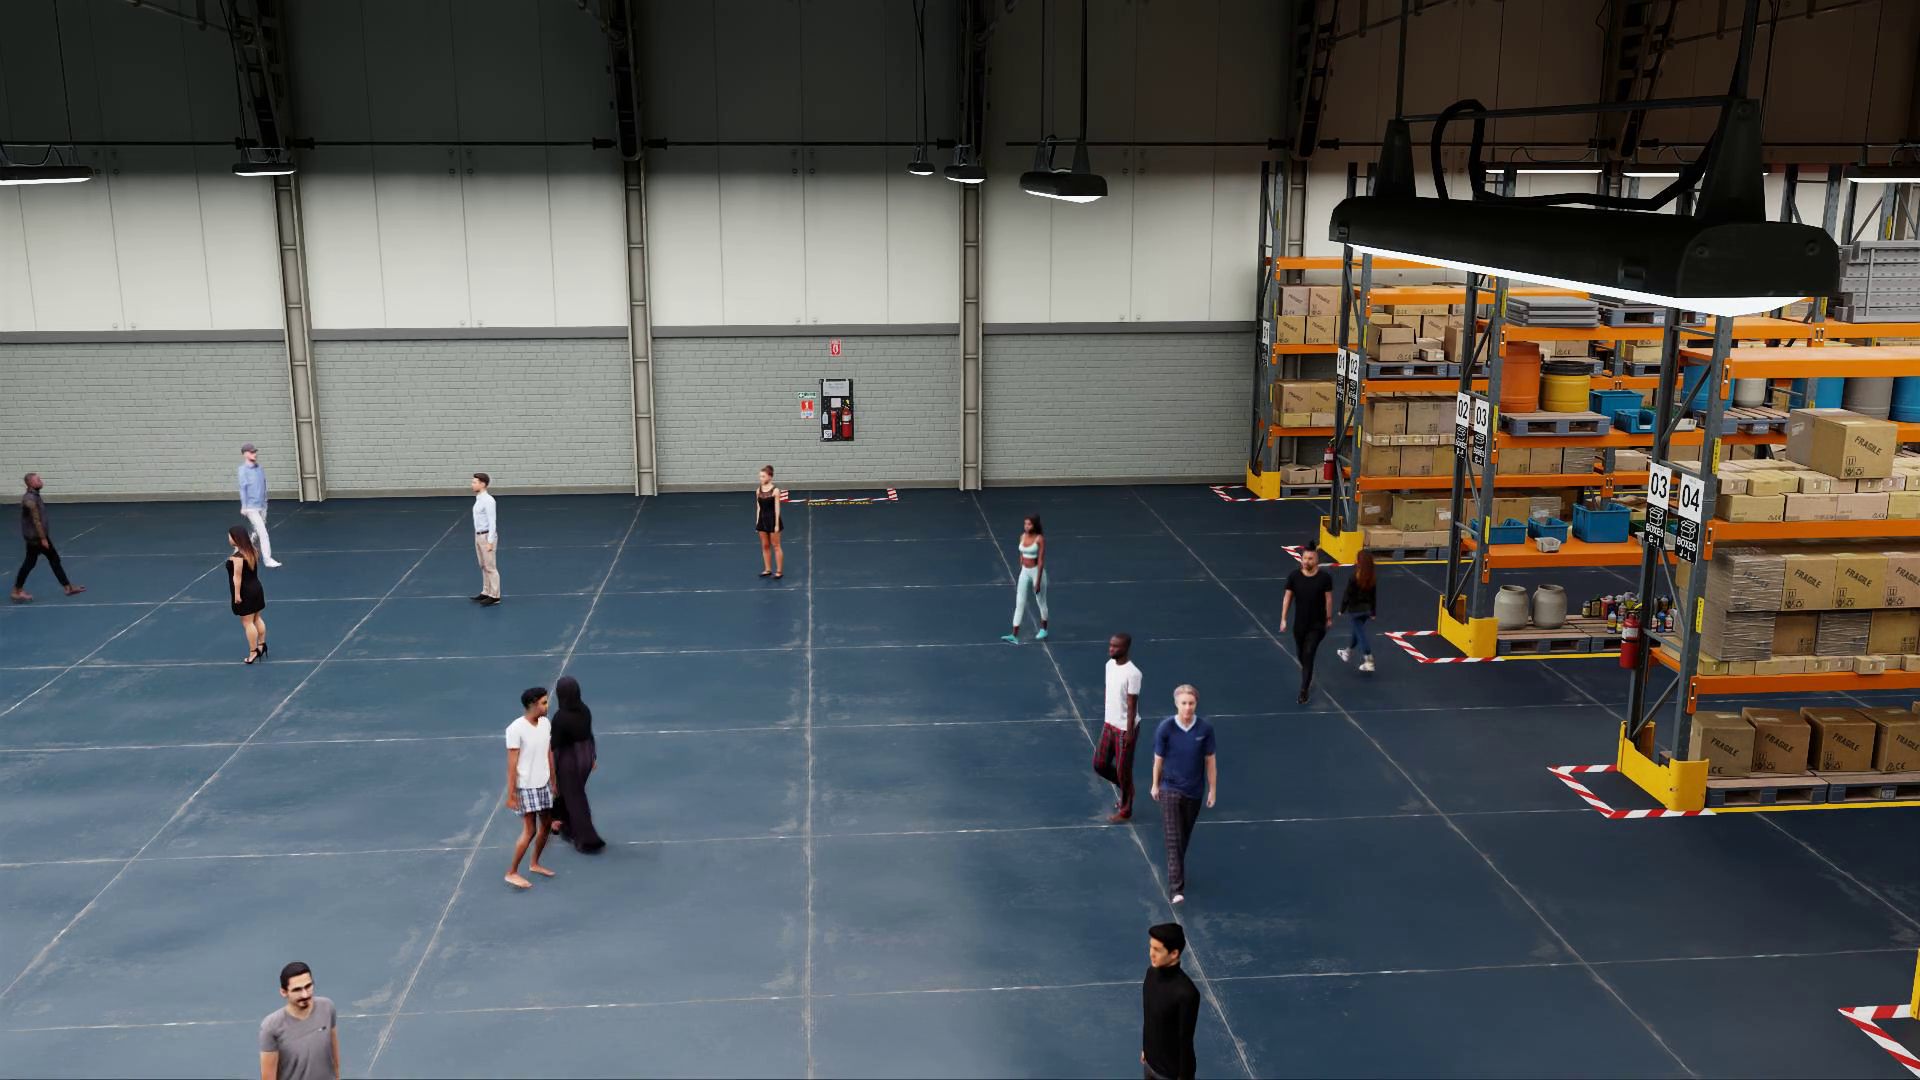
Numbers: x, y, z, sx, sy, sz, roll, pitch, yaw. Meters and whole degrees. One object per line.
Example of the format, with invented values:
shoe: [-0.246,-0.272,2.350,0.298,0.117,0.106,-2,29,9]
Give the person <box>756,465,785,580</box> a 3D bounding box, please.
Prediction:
person: [-2.798,-0.267,24.489,0.669,1.678,0.748,8,15,31]

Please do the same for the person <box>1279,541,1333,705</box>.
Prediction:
person: [4.016,0.912,19.073,1.213,1.824,1.134,7,15,26]

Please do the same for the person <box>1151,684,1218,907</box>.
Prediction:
person: [1.854,2.089,13.999,1.094,1.820,0.732,-1,13,-4]

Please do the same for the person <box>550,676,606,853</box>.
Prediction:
person: [-3.398,2.004,14.839,1.129,1.607,0.973,7,15,28]

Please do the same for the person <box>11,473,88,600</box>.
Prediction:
person: [-12.917,-0.002,23.108,1.261,1.786,0.907,-4,14,-18]

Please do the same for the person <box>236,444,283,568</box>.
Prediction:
person: [-10.715,-0.515,25.148,1.184,1.863,0.923,4,14,16]

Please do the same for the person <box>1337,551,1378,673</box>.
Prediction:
person: [4.853,0.887,20.030,1.005,1.443,0.888,-7,15,-28]

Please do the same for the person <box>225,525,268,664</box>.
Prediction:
person: [-8.737,0.657,20.427,0.649,1.712,0.676,1,13,5]

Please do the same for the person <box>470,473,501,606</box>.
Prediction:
person: [-6.584,-0.025,23.070,0.759,1.847,0.743,-9,16,-33]

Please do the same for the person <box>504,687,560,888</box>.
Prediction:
person: [-3.700,2.106,14.188,0.787,1.702,0.790,11,17,39]

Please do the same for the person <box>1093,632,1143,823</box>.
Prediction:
person: [1.580,1.734,15.531,0.851,1.822,0.806,-8,15,-32]

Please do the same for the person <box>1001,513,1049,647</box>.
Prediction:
person: [0.981,0.499,21.184,1.080,1.677,1.127,10,17,38]

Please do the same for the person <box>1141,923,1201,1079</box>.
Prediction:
person: [1.252,3.082,9.933,0.648,1.720,0.700,-6,14,-25]

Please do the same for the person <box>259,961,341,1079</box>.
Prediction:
person: [-3.766,3.181,9.481,1.085,1.732,1.039,11,17,40]
